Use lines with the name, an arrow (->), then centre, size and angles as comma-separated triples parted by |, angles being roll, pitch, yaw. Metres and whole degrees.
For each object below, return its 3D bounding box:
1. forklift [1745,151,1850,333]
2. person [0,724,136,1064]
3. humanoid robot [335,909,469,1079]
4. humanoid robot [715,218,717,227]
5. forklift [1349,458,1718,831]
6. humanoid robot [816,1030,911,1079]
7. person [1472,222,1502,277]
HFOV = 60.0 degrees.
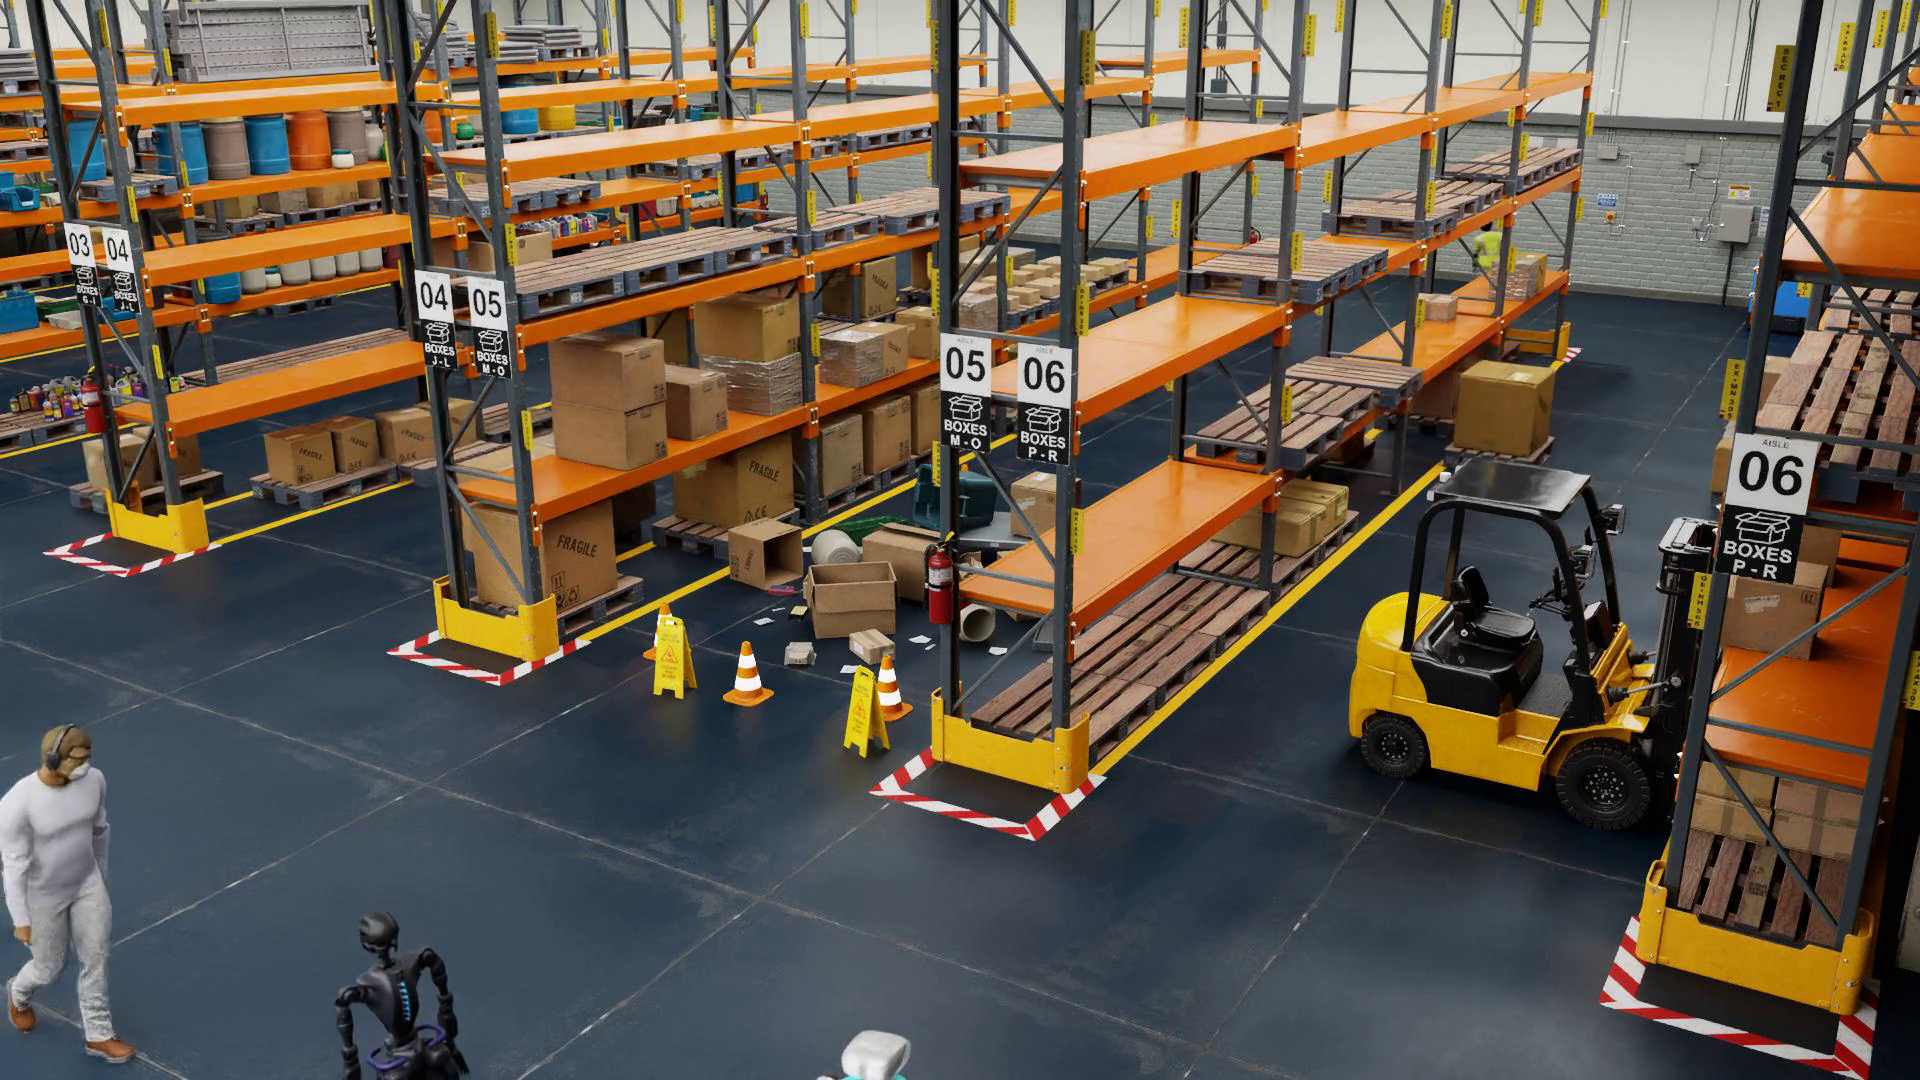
forklift -> 13.620, -4.667, 26.137 | 1.873, 2.768, 1.129 | 11, 22, 29
person -> -4.784, 1.848, 8.783 | 0.764, 1.894, 0.681 | 9, 21, 25
humanoid robot -> -2.489, 2.402, 7.518 | 0.364, 1.646, 0.589 | 16, 25, 39
humanoid robot -> -5.142, -7.369, 35.748 | 0.422, 1.649, 0.591 | 13, 23, 32
forklift -> 3.988, 0.658, 11.776 | 2.313, 2.155, 1.214 | 11, 22, 29
humanoid robot -> -0.218, 2.627, 6.771 | 0.560, 1.761, 0.842 | 5, 20, 14
person -> 8.788, -4.567, 27.674 | 0.585, 1.653, 0.533 | -2, 19, -5
